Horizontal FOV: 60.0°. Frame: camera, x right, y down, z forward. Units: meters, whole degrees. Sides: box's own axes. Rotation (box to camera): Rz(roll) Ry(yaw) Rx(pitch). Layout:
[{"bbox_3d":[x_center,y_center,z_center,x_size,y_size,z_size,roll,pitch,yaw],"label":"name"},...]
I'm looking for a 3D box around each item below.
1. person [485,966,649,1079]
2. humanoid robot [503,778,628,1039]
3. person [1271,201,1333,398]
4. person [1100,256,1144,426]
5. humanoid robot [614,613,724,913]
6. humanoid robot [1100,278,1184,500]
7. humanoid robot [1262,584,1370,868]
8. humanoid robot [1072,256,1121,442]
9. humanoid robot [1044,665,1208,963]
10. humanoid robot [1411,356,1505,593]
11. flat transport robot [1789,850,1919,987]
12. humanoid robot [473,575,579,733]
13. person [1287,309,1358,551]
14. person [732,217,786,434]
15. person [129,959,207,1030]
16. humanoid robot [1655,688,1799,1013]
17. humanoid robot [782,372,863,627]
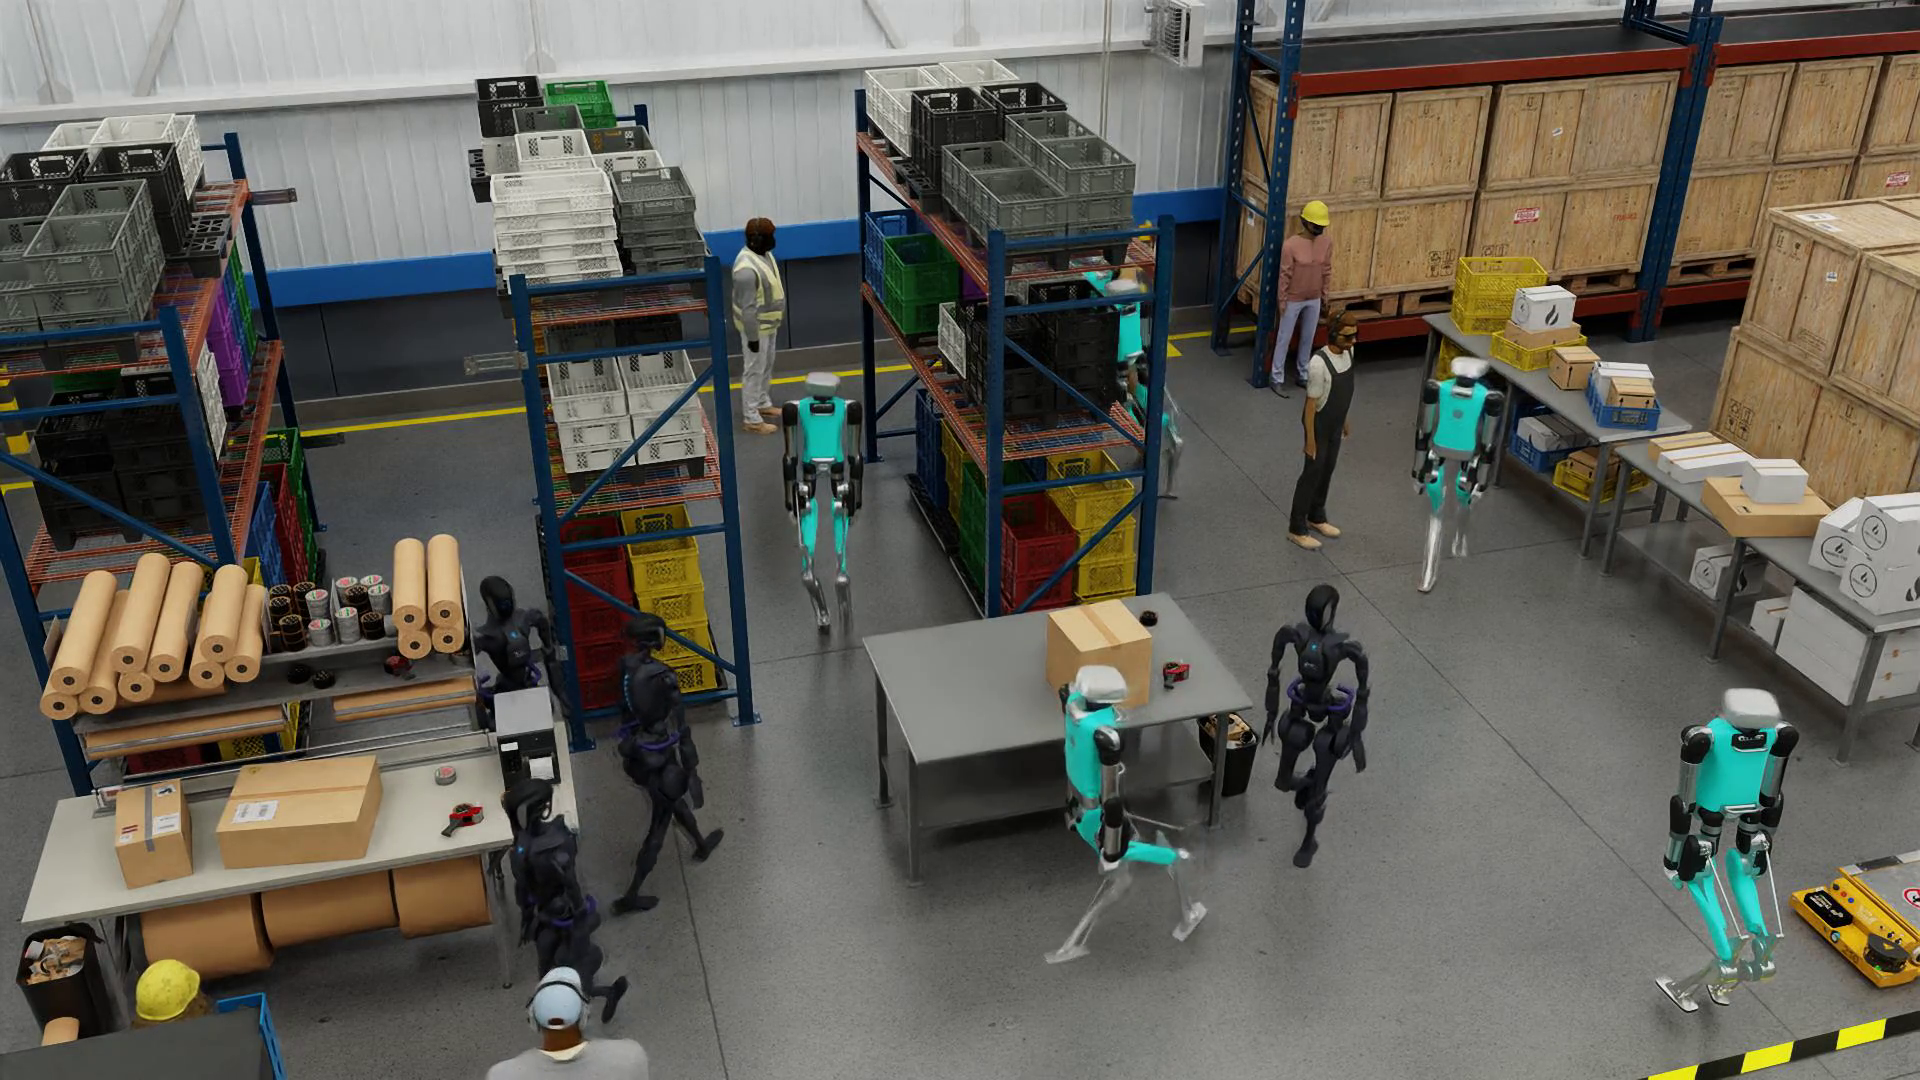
[{"bbox_3d":[-1.424,2.340,6.259,0.596,1.850,0.395,-8,30,-15],"label":"person"},{"bbox_3d":[-1.744,1.749,7.533,0.547,1.642,0.609,-24,37,-36],"label":"humanoid robot"},{"bbox_3d":[2.983,-2.088,14.416,0.523,1.761,0.336,-12,31,-20],"label":"person"},{"bbox_3d":[1.207,-1.848,13.856,0.836,1.873,0.627,11,31,20],"label":"person"},{"bbox_3d":[-1.575,1.136,8.699,0.623,1.612,0.816,24,37,36],"label":"humanoid robot"},{"bbox_3d":[1.453,-1.051,12.553,0.564,1.734,0.948,-24,37,-37],"label":"humanoid robot"},{"bbox_3d":[1.951,0.956,8.968,0.599,1.645,0.542,16,33,27],"label":"humanoid robot"},{"bbox_3d":[0.855,-1.634,13.640,0.542,1.751,0.985,-23,36,-36],"label":"humanoid robot"},{"bbox_3d":[0.913,1.344,8.228,0.999,1.779,0.530,-10,30,-18],"label":"humanoid robot"},{"bbox_3d":[3.493,-0.541,11.671,0.547,1.814,0.891,13,31,22],"label":"humanoid robot"},{"bbox_3d":[5.163,1.916,8.676,1.431,0.231,0.659,-8,30,-14],"label":"flat transport robot"},{"bbox_3d":[-2.389,0.906,9.052,0.321,1.655,0.597,25,37,38],"label":"humanoid robot"},{"bbox_3d":[2.635,-0.801,11.995,0.337,1.839,0.506,22,36,34],"label":"person"},{"bbox_3d":[-1.650,-1.784,13.791,0.432,1.833,0.626,4,29,7],"label":"person"},{"bbox_3d":[-2.895,2.314,6.418,0.486,1.744,0.309,-1,29,-2],"label":"person"},{"bbox_3d":[3.604,1.540,7.694,0.533,1.677,0.735,-3,29,-5],"label":"humanoid robot"},{"bbox_3d":[-0.885,-0.156,10.954,0.542,1.798,0.810,-3,29,-5],"label":"humanoid robot"}]
